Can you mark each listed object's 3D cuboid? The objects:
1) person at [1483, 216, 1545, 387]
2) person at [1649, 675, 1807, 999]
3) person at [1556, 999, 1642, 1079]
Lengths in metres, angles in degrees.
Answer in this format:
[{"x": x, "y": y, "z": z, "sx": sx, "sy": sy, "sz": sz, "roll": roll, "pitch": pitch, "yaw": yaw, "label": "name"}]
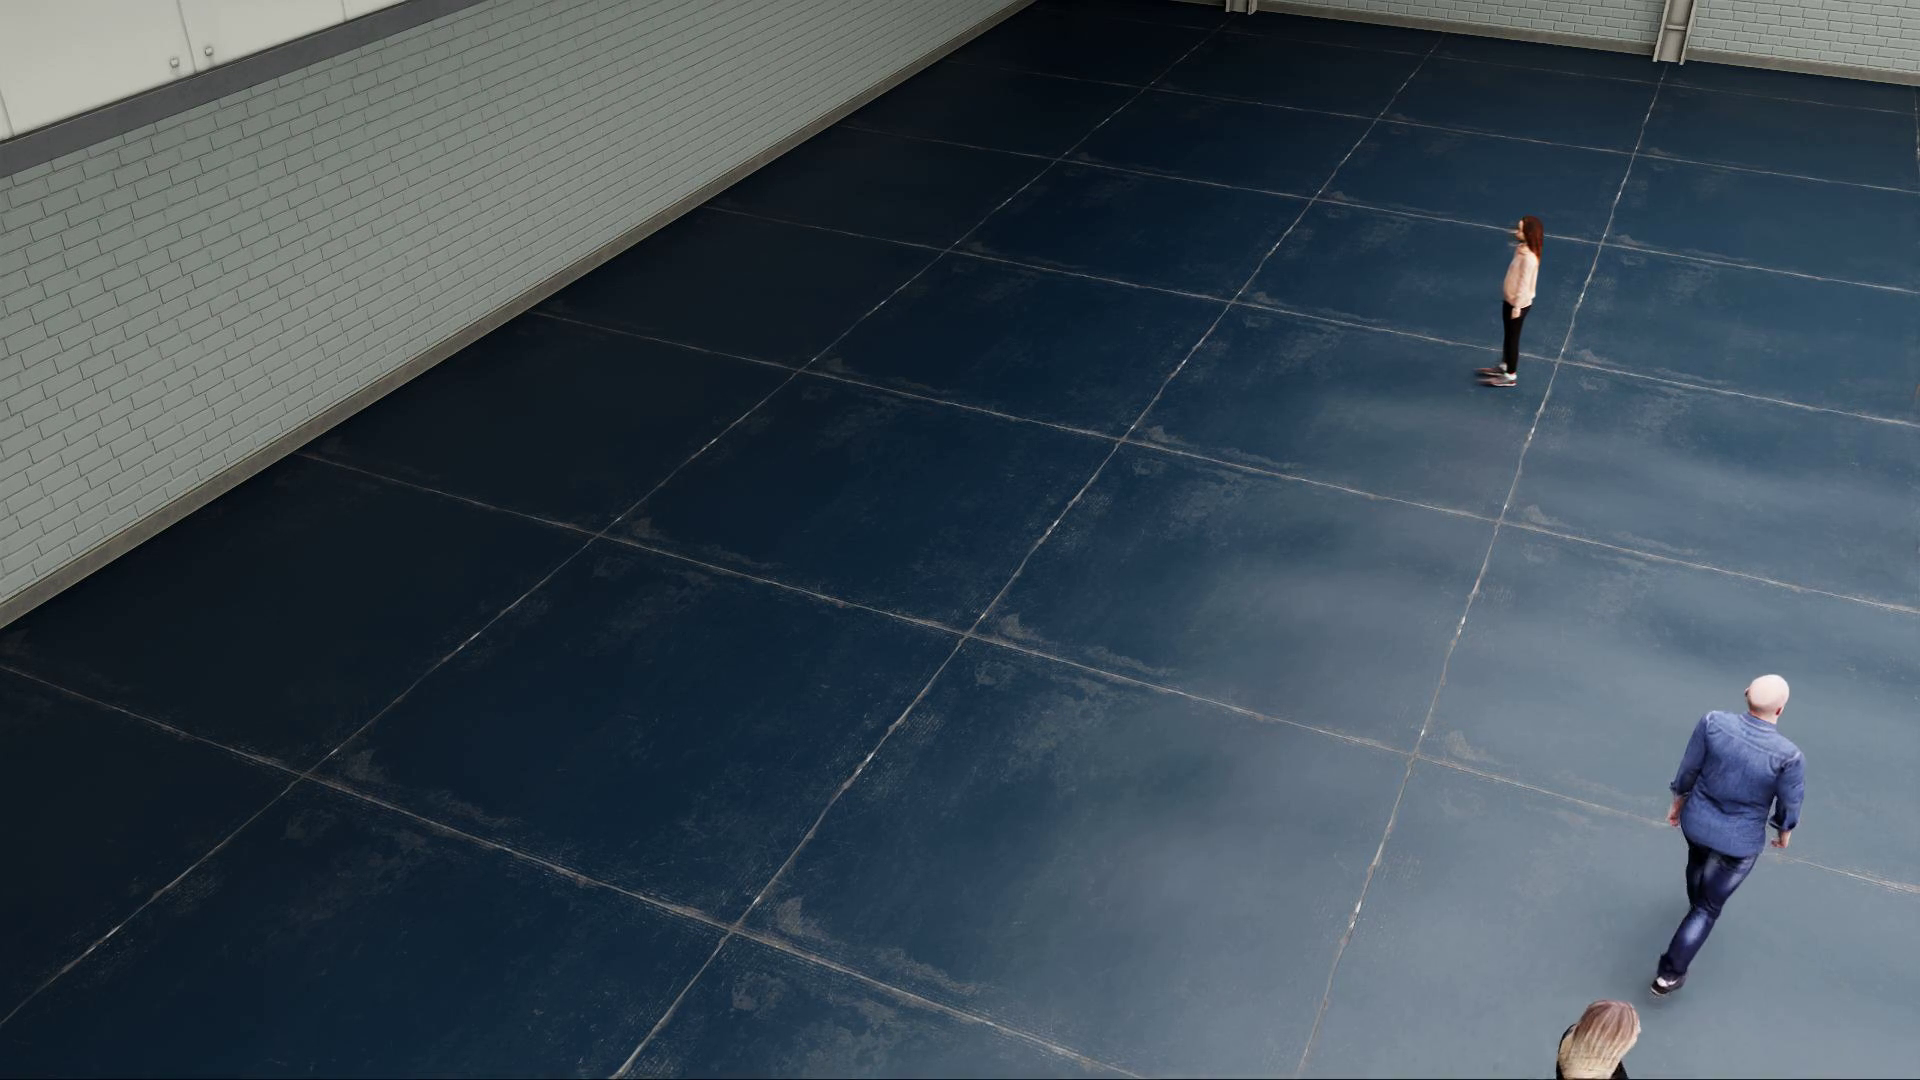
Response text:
[{"x": 4.702, "y": -2.022, "z": 14.028, "sx": 0.627, "sy": 1.486, "sz": 0.635, "roll": 2, "pitch": 32, "yaw": 3, "label": "person"}, {"x": 3.719, "y": 1.488, "z": 8.191, "sx": 1.091, "sy": 1.777, "sz": 1.234, "roll": -26, "pitch": 41, "yaw": -35, "label": "person"}, {"x": 2.367, "y": 2.484, "z": 6.713, "sx": 0.983, "sy": 1.668, "sz": 0.868, "roll": -2, "pitch": 32, "yaw": -3, "label": "person"}]
